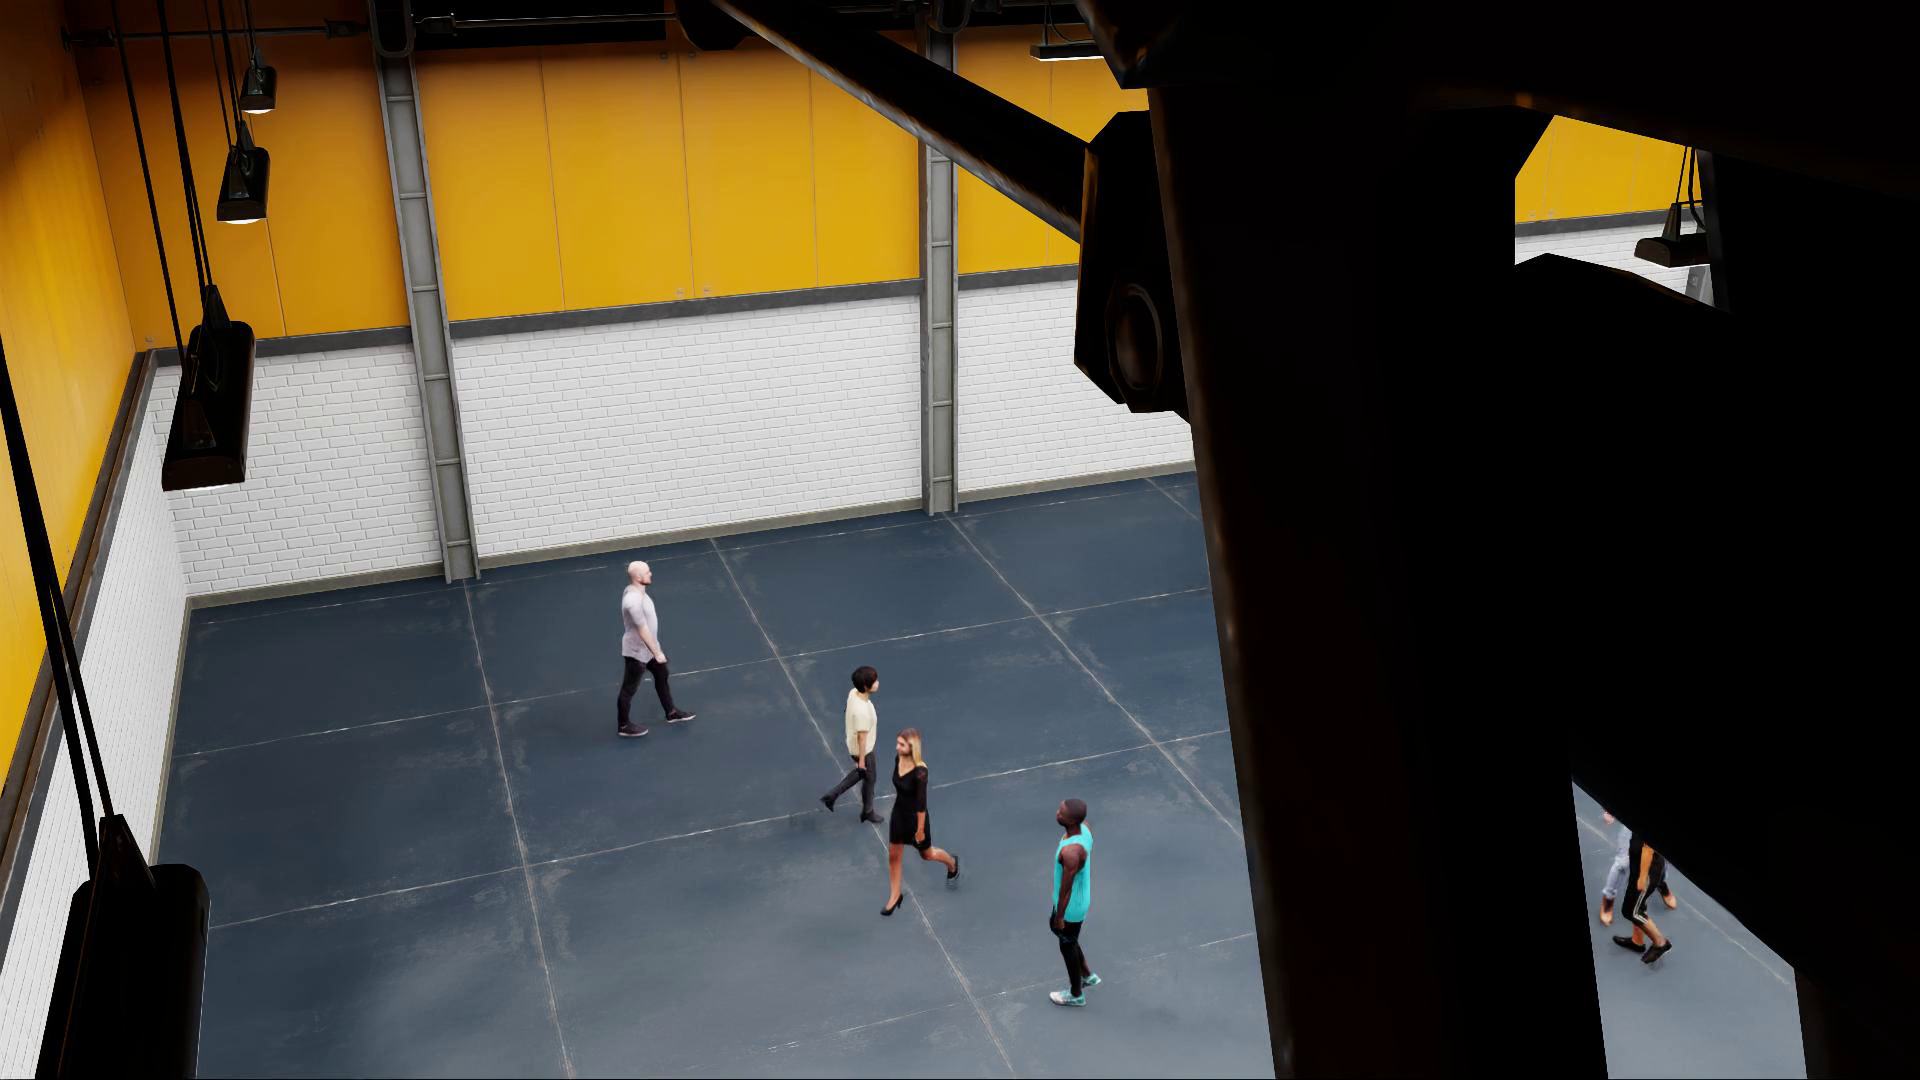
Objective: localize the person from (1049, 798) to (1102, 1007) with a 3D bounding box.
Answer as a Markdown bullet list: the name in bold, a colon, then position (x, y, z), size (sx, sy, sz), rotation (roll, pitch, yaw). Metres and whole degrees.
- **person**: position (0.920, 2.693, 12.279), size (0.830, 1.800, 0.782), rotation (7, 24, 15)

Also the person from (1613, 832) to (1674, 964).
- **person**: position (5.321, 2.530, 12.845), size (0.849, 1.645, 0.788), rotation (7, 25, 16)

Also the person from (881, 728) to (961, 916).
- **person**: position (-0.323, 2.255, 13.468), size (1.104, 1.650, 0.792), rotation (-18, 29, -35)

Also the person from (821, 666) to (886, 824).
- **person**: position (-0.938, 1.821, 14.560), size (0.802, 1.572, 0.626), rotation (-6, 24, -14)

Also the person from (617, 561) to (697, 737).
- **person**: position (-3.180, 1.062, 16.001), size (1.065, 1.808, 0.857), rotation (0, 24, -1)
